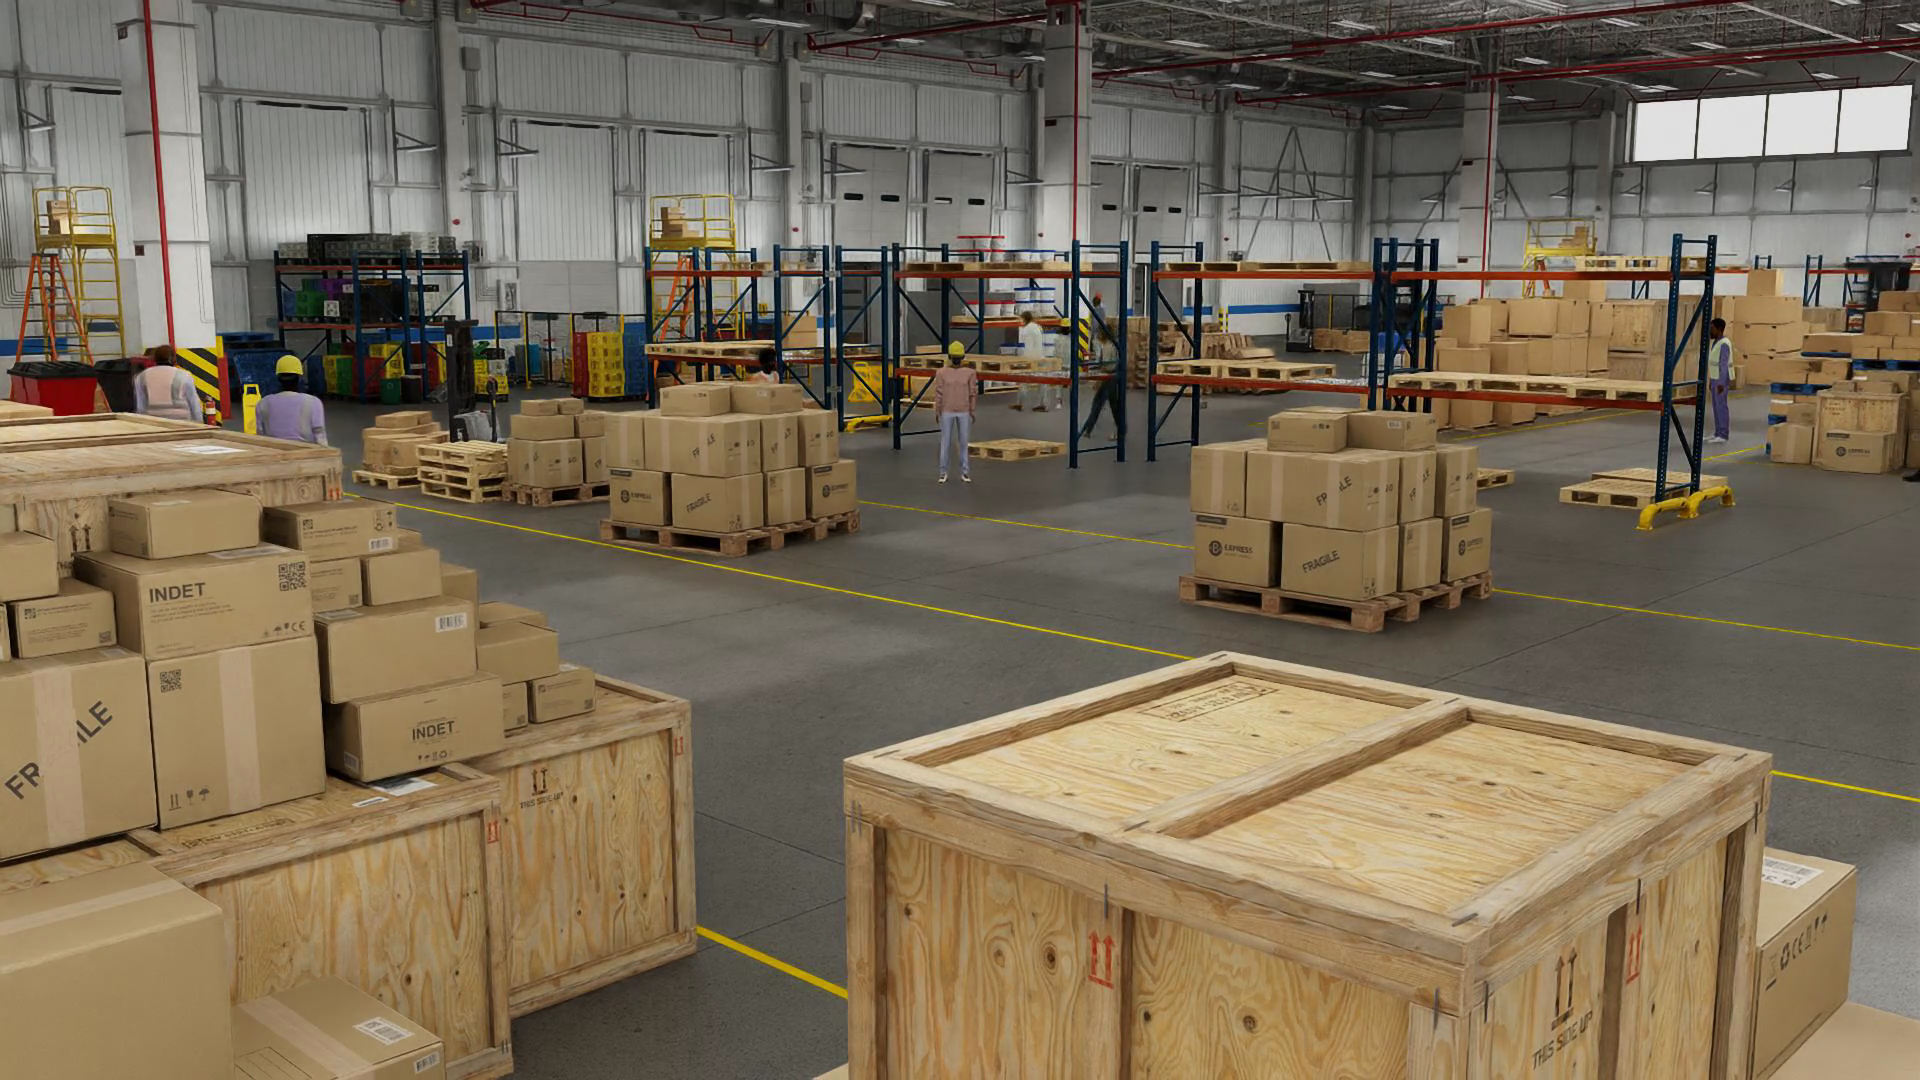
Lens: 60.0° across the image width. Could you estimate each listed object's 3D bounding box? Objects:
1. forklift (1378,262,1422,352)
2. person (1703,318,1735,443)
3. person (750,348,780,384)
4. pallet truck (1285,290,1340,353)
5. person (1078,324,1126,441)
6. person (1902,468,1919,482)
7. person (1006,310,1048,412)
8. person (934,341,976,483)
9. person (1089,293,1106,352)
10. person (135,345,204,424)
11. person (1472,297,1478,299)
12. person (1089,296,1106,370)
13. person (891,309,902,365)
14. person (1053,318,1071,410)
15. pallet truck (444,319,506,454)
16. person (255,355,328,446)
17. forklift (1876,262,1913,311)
[{"bbox_3d":[10.956,-5.527,41.433,1.129,2.768,1.873,2,9,12],"label":"forklift"},{"bbox_3d":[11.628,-2.433,25.453,0.403,1.910,0.592,2,9,11],"label":"person"},{"bbox_3d":[-2.374,-1.522,20.516,0.381,1.688,0.563,5,11,29],"label":"person"},{"bbox_3d":[11.297,-6.951,52.861,1.885,1.965,0.823,-5,11,-29],"label":"pallet truck"},{"bbox_3d":[2.153,-2.431,25.737,0.925,1.805,0.514,0,9,2],"label":"person"},{"bbox_3d":[12.277,-1.661,20.759,0.865,1.903,0.565,0,9,-1],"label":"person"},{"bbox_3d":[1.262,-3.320,30.944,0.916,1.879,0.645,5,10,26],"label":"person"},{"bbox_3d":[-0.055,-1.588,20.687,0.525,1.771,0.305,-1,9,-5],"label":"person"},{"bbox_3d":[4.234,-6.635,51.150,0.546,1.927,0.391,-1,9,-6],"label":"person"},{"bbox_3d":[-8.782,-1.275,18.642,0.633,1.811,0.837,0,9,2],"label":"person"},{"bbox_3d":[14.490,-5.951,47.194,0.830,1.858,0.579,-6,11,-34],"label":"person"},{"bbox_3d":[3.607,-5.423,43.671,0.379,1.940,0.629,5,11,29],"label":"person"},{"bbox_3d":[-1.653,-5.229,43.436,0.312,1.633,0.517,1,9,8],"label":"person"},{"bbox_3d":[1.998,-3.321,31.413,0.484,1.737,0.321,2,9,12],"label":"person"},{"bbox_3d":[-6.981,-1.942,22.150,1.885,1.965,0.823,1,9,9],"label":"pallet truck"},{"bbox_3d":[-5.752,-0.632,14.378,0.601,1.915,0.413,0,9,0],"label":"person"},{"bbox_3d":[23.386,-5.574,41.721,1.129,2.768,1.873,-6,11,-31],"label":"forklift"}]
